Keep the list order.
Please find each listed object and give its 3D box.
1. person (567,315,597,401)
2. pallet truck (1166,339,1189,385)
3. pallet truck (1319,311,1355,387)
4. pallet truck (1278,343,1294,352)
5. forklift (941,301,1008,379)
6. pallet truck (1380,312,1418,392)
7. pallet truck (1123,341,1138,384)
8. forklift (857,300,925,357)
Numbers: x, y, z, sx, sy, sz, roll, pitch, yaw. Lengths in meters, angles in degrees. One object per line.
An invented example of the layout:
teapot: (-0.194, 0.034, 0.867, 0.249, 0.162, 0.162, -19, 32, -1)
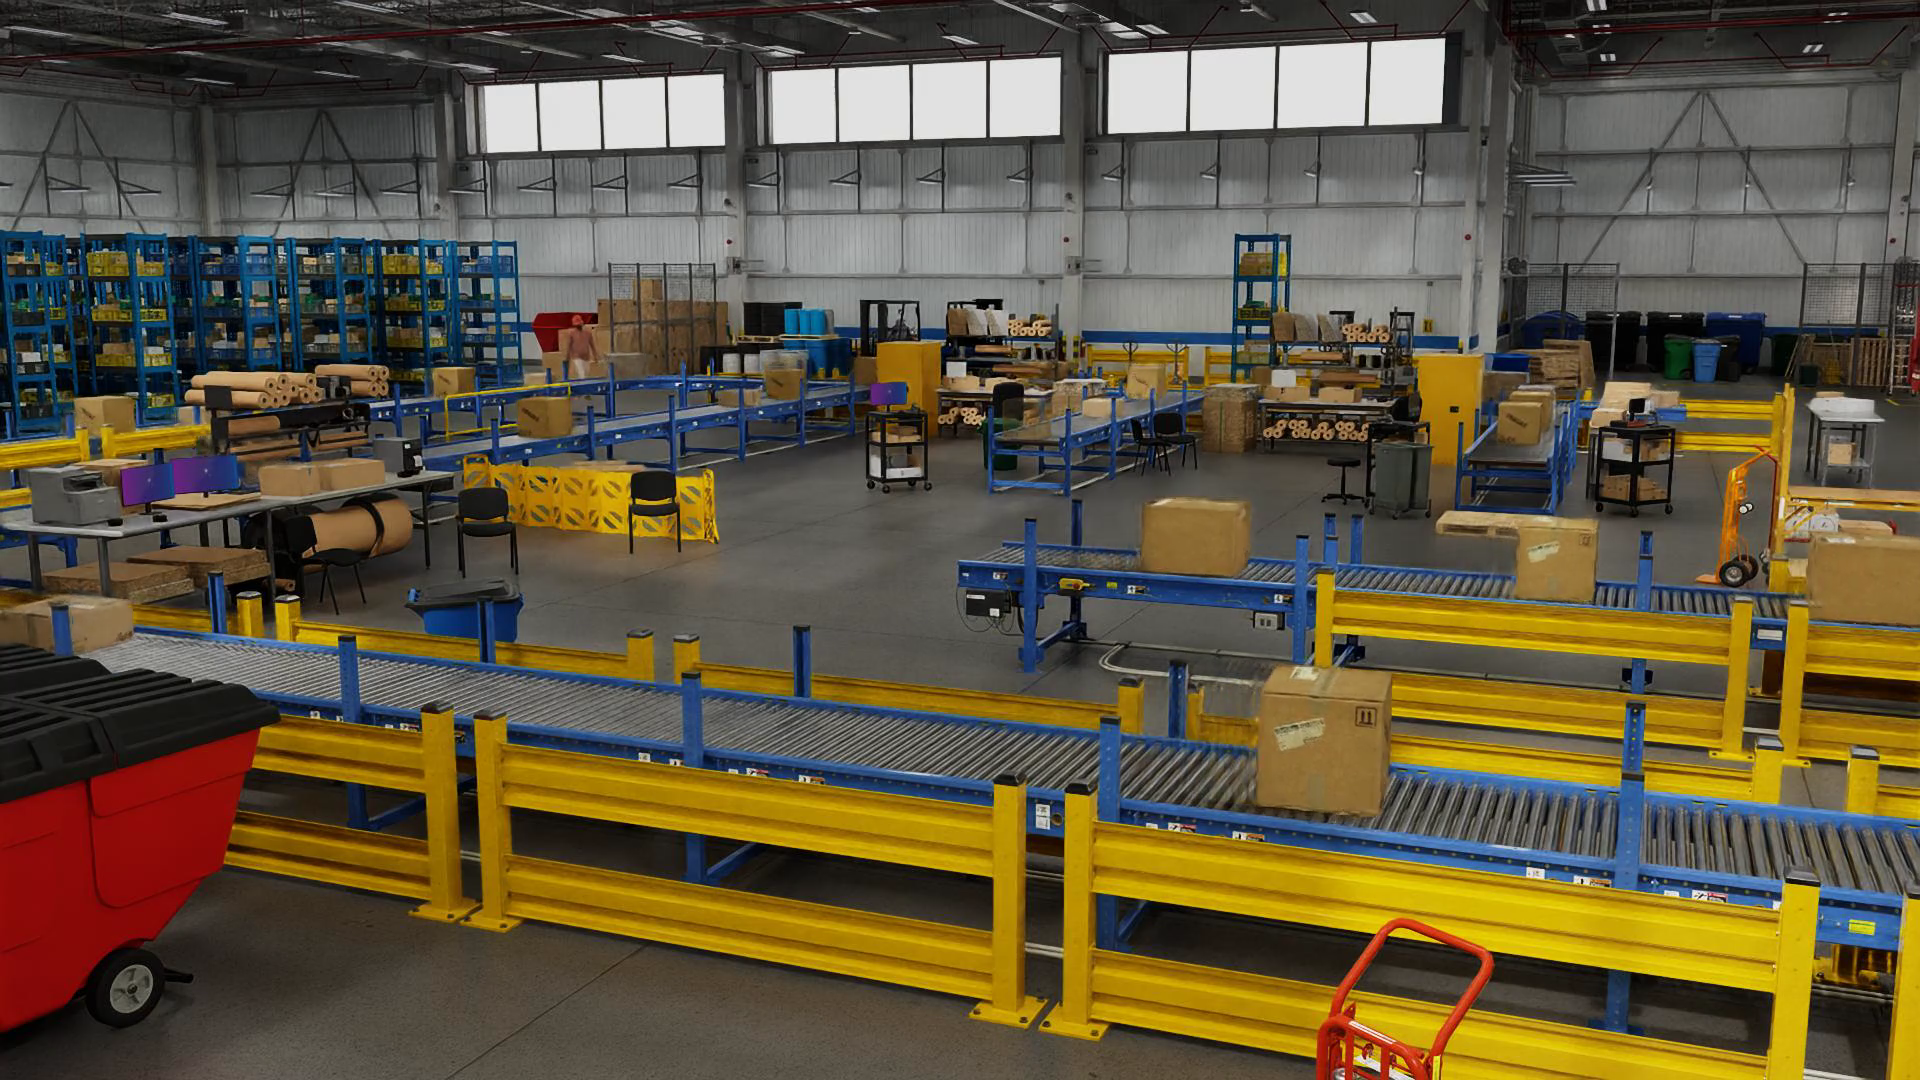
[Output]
person: (-8.602, -4.140, 37.715, 0.640, 1.933, 0.986, -6, 11, -33)
pallet truck: (5.418, -4.269, 40.420, 0.704, 1.261, 1.522, 3, 10, 20)
pallet truck: (9.071, -4.419, 39.190, 0.823, 1.965, 1.885, 5, 10, 26)
pallet truck: (7.886, -4.163, 39.743, 0.653, 1.274, 1.630, 4, 10, 22)
forklift: (0.365, -4.966, 41.571, 1.157, 1.987, 2.680, 3, 10, 20)
pallet truck: (10.207, -4.283, 38.369, 0.823, 1.965, 1.885, 3, 10, 20)
pallet truck: (4.445, -4.380, 41.279, 0.680, 1.201, 1.601, 4, 10, 22)
forklift: (-1.732, -5.109, 42.468, 1.157, 1.987, 2.680, 4, 10, 22)
